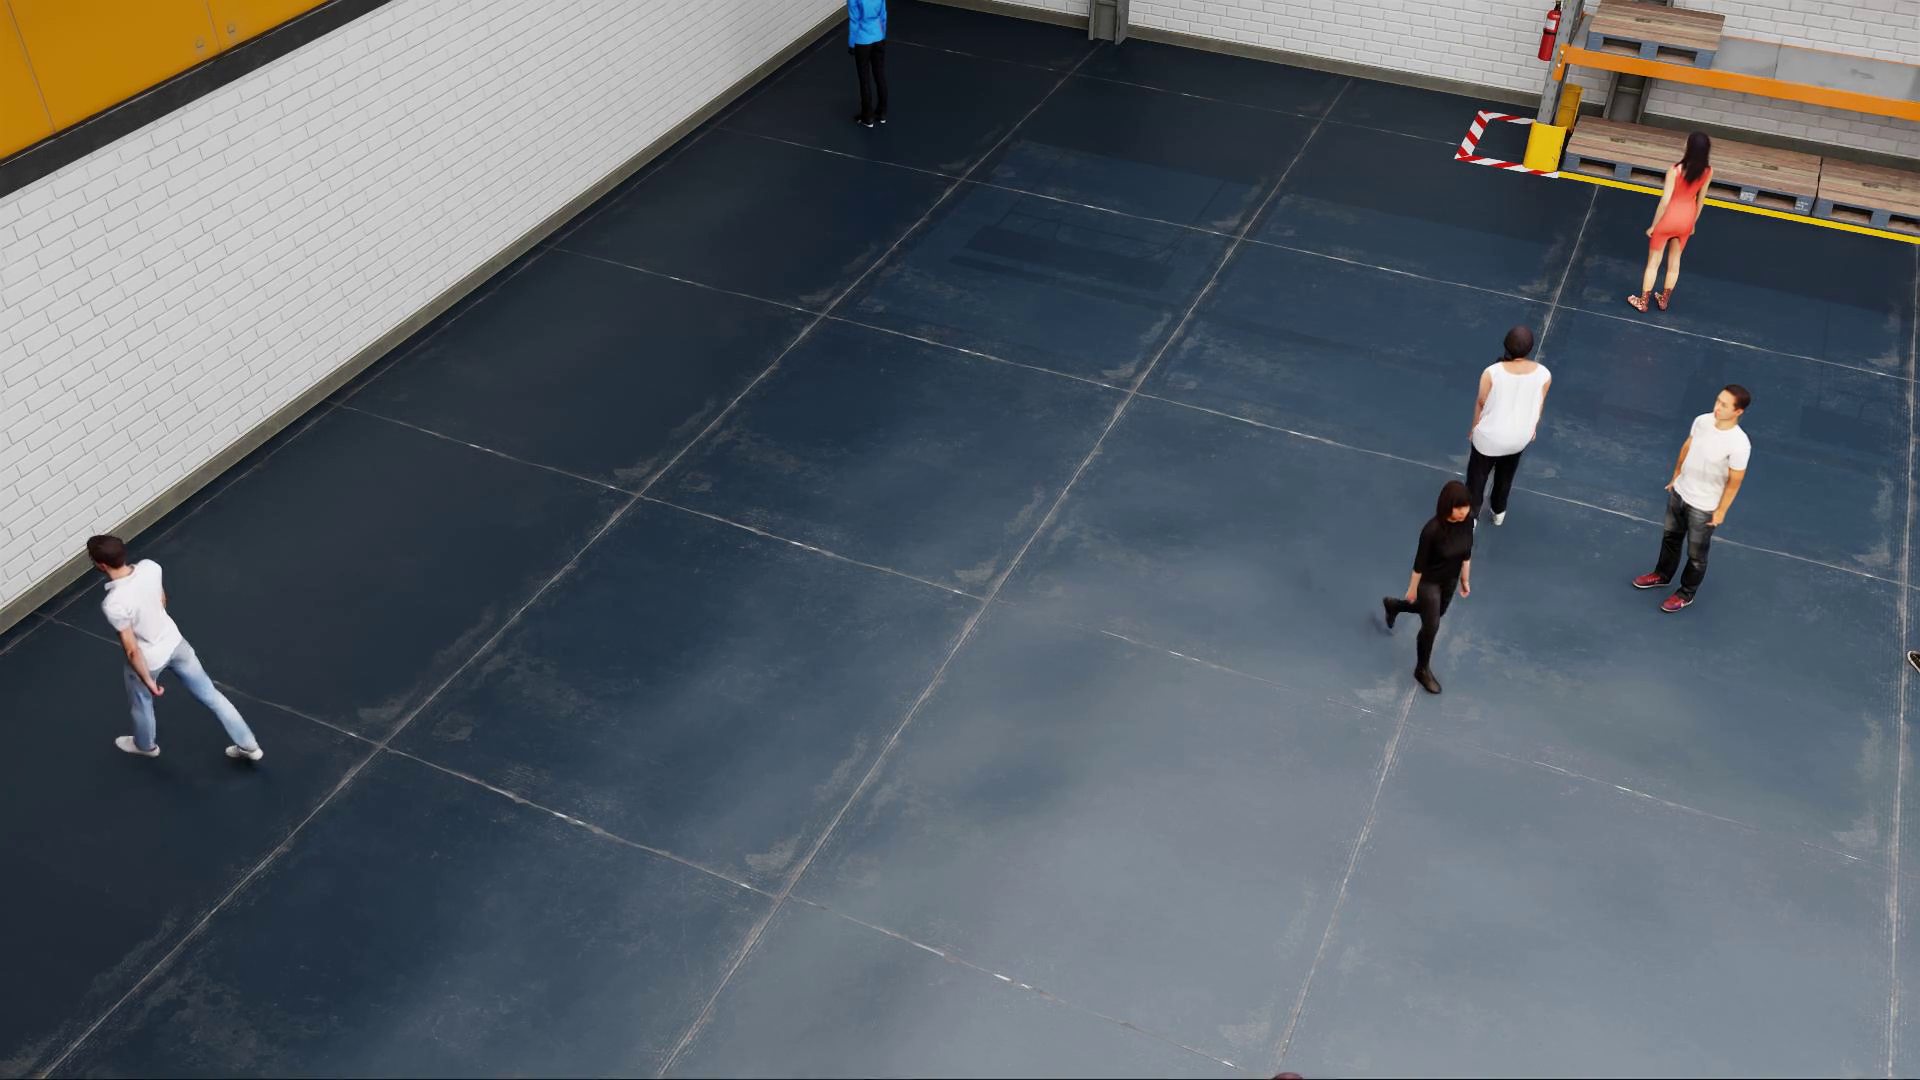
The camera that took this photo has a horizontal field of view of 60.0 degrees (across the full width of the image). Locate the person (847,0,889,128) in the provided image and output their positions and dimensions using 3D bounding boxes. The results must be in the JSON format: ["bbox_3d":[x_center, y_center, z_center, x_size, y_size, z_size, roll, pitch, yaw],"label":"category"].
[{"bbox_3d":[-0.972,-5.306,17.761,0.693,1.795,0.703,-21,43,-24],"label":"person"}]

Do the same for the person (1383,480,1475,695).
[{"bbox_3d":[3.097,0.216,10.987,0.923,1.619,1.054,-18,42,-22],"label":"person"}]

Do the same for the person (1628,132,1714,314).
[{"bbox_3d":[6.304,-2.799,14.683,0.629,1.719,0.733,-5,39,-6],"label":"person"}]

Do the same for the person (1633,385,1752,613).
[{"bbox_3d":[5.122,-0.303,11.490,0.771,1.803,0.700,-15,41,-17],"label":"person"}]

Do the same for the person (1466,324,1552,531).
[{"bbox_3d":[3.979,-0.831,12.232,0.693,1.702,0.815,1,39,1],"label":"person"}]

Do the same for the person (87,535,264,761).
[{"bbox_3d":[-4.827,0.723,10.203,1.235,1.805,0.744,11,40,14],"label":"person"}]
